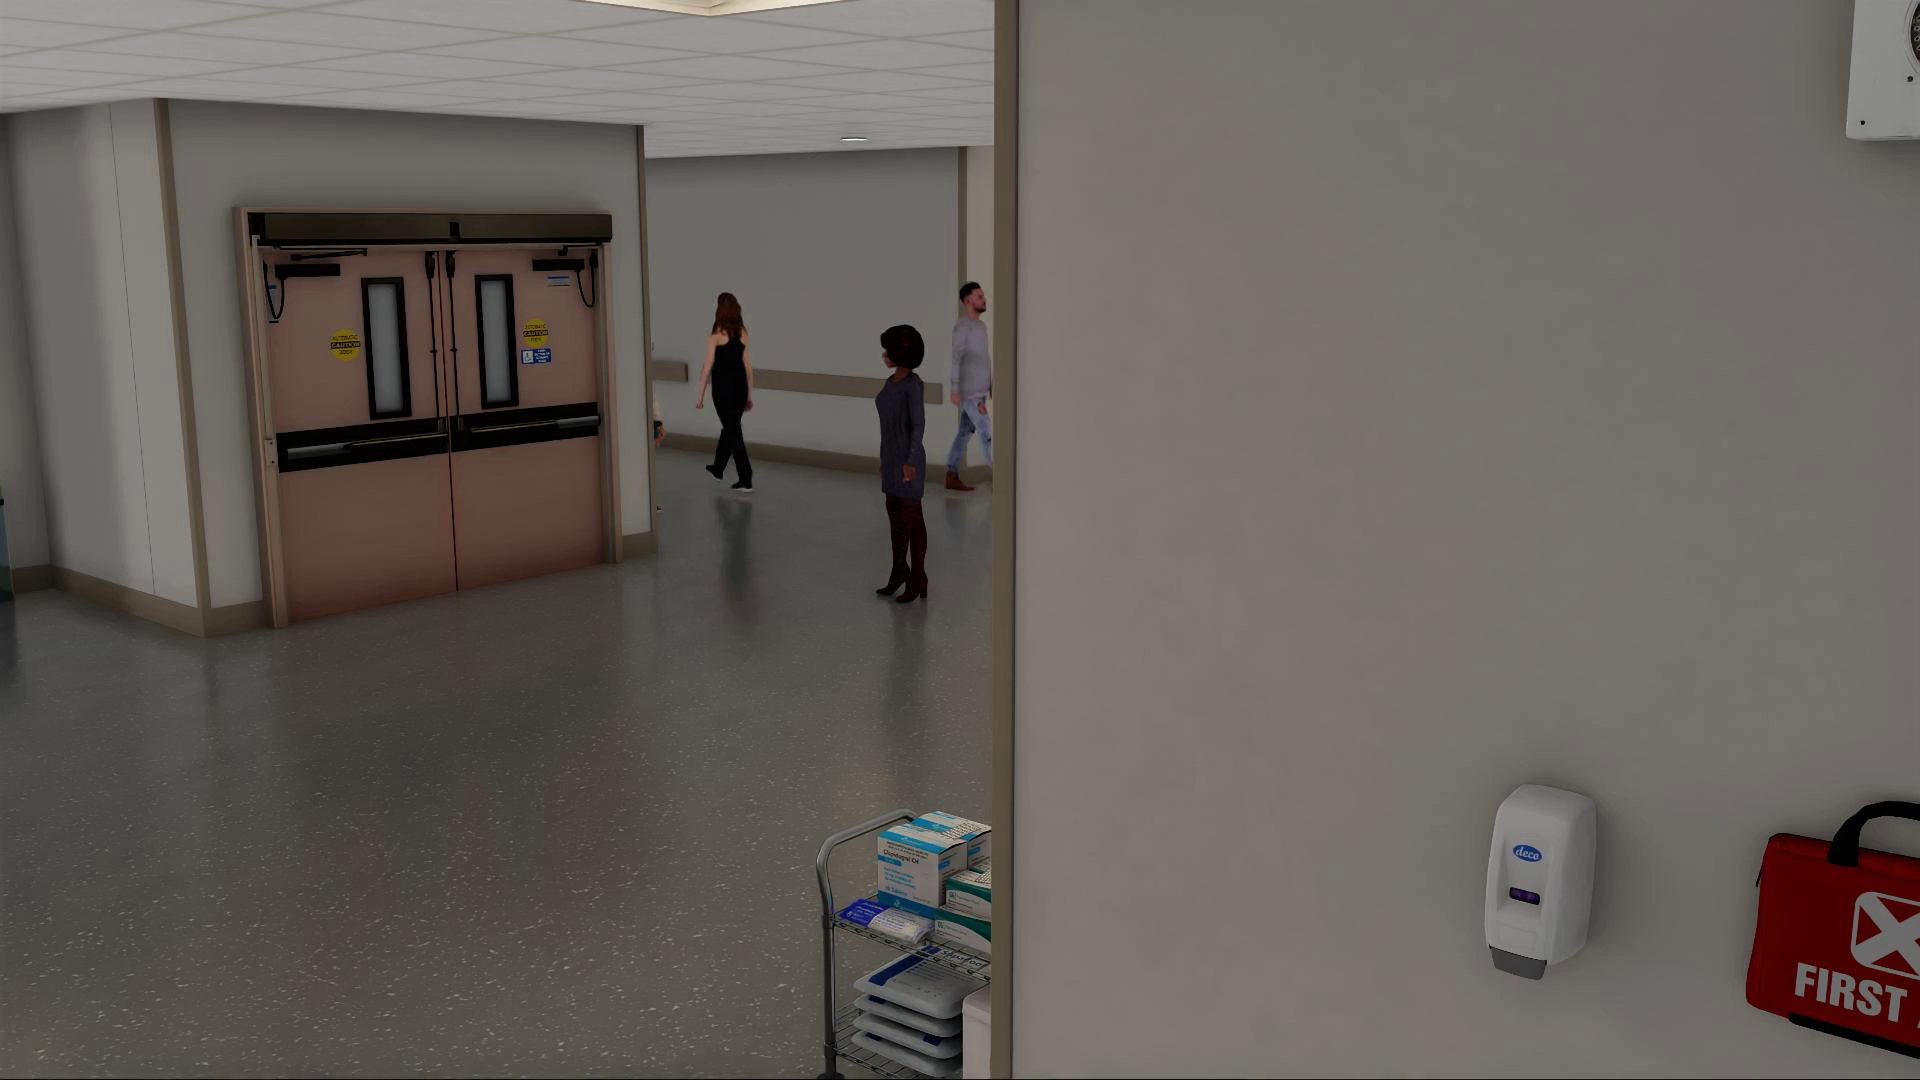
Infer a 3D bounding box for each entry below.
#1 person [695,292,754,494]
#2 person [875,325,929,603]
[{"bbox_3d":[-1.941,-1.248,14.403,1.011,1.710,0.773,-10,14,-41],"label":"person"},{"bbox_3d":[-0.350,-0.482,10.362,0.628,1.712,0.649,-5,12,-26],"label":"person"}]
